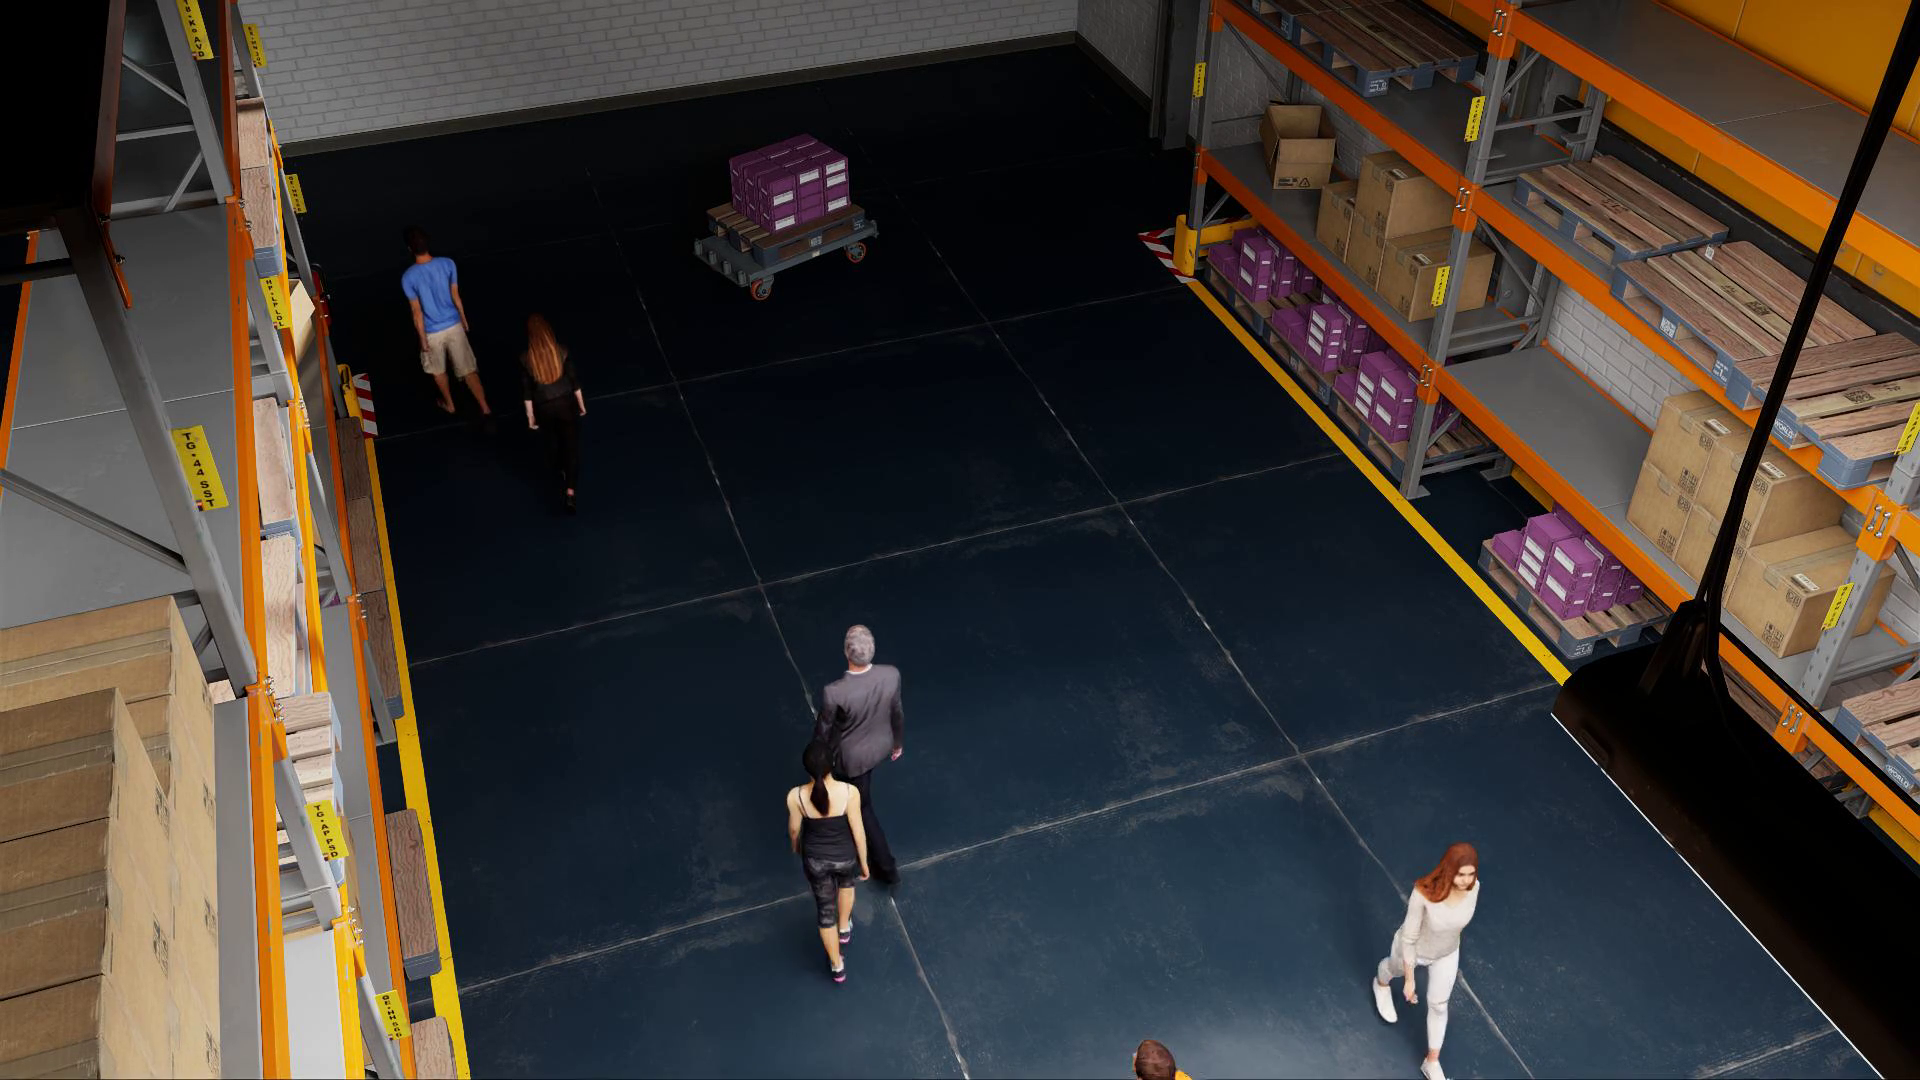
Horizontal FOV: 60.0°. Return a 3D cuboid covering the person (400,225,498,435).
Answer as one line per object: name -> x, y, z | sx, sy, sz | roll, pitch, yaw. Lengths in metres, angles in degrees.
person -> -4.273, -1.710, 13.833 | 0.882, 1.833, 1.230 | -25, 45, -28

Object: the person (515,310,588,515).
person -> -3.174, -0.980, 13.035 | 0.771, 1.688, 1.147 | -6, 39, -7

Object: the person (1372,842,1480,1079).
person -> 2.513, 2.169, 9.108 | 0.739, 1.668, 1.109 | -5, 39, -7

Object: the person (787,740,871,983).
person -> -0.737, 1.882, 9.432 | 0.695, 1.711, 0.809 | -4, 39, -5

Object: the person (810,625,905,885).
person -> -0.572, 1.320, 10.068 | 0.931, 1.796, 1.273 | -24, 44, -27
